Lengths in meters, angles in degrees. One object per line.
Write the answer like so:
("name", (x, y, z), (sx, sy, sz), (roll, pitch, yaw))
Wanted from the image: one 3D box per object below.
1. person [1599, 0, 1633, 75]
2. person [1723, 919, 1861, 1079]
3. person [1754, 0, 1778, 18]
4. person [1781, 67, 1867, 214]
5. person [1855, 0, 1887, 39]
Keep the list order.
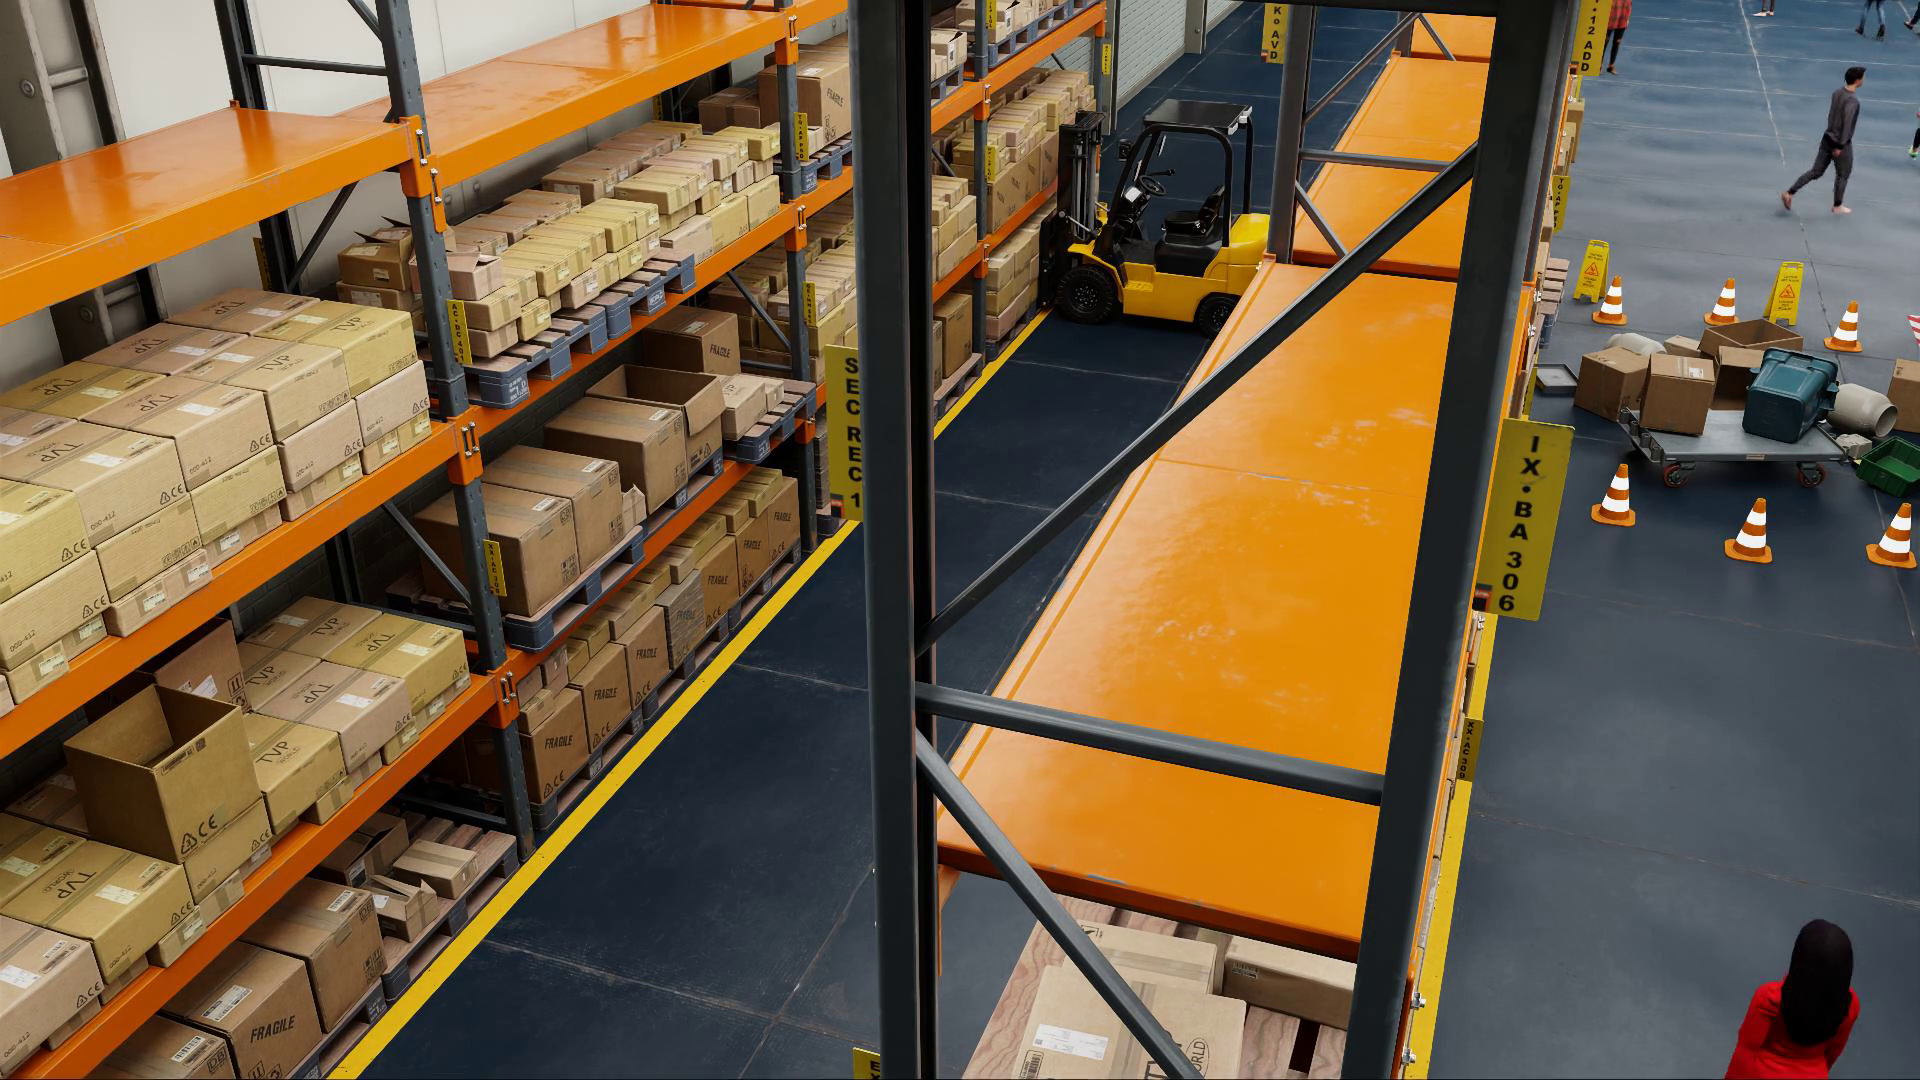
("person", (10.817, -8.565, 27.440), (0.689, 1.702, 0.673), (0, 28, -1))
("person", (3.425, 2.363, 6.906), (0.816, 1.714, 1.060), (1, 28, 3))
("person", (15.598, -10.946, 31.847), (0.668, 1.762, 0.727), (-13, 30, -22))
("person", (10.661, -4.880, 20.411), (1.057, 1.804, 1.178), (-3, 28, -5))
("person", (16.646, -9.905, 30.055), (0.849, 1.609, 1.106), (1, 28, 2))
